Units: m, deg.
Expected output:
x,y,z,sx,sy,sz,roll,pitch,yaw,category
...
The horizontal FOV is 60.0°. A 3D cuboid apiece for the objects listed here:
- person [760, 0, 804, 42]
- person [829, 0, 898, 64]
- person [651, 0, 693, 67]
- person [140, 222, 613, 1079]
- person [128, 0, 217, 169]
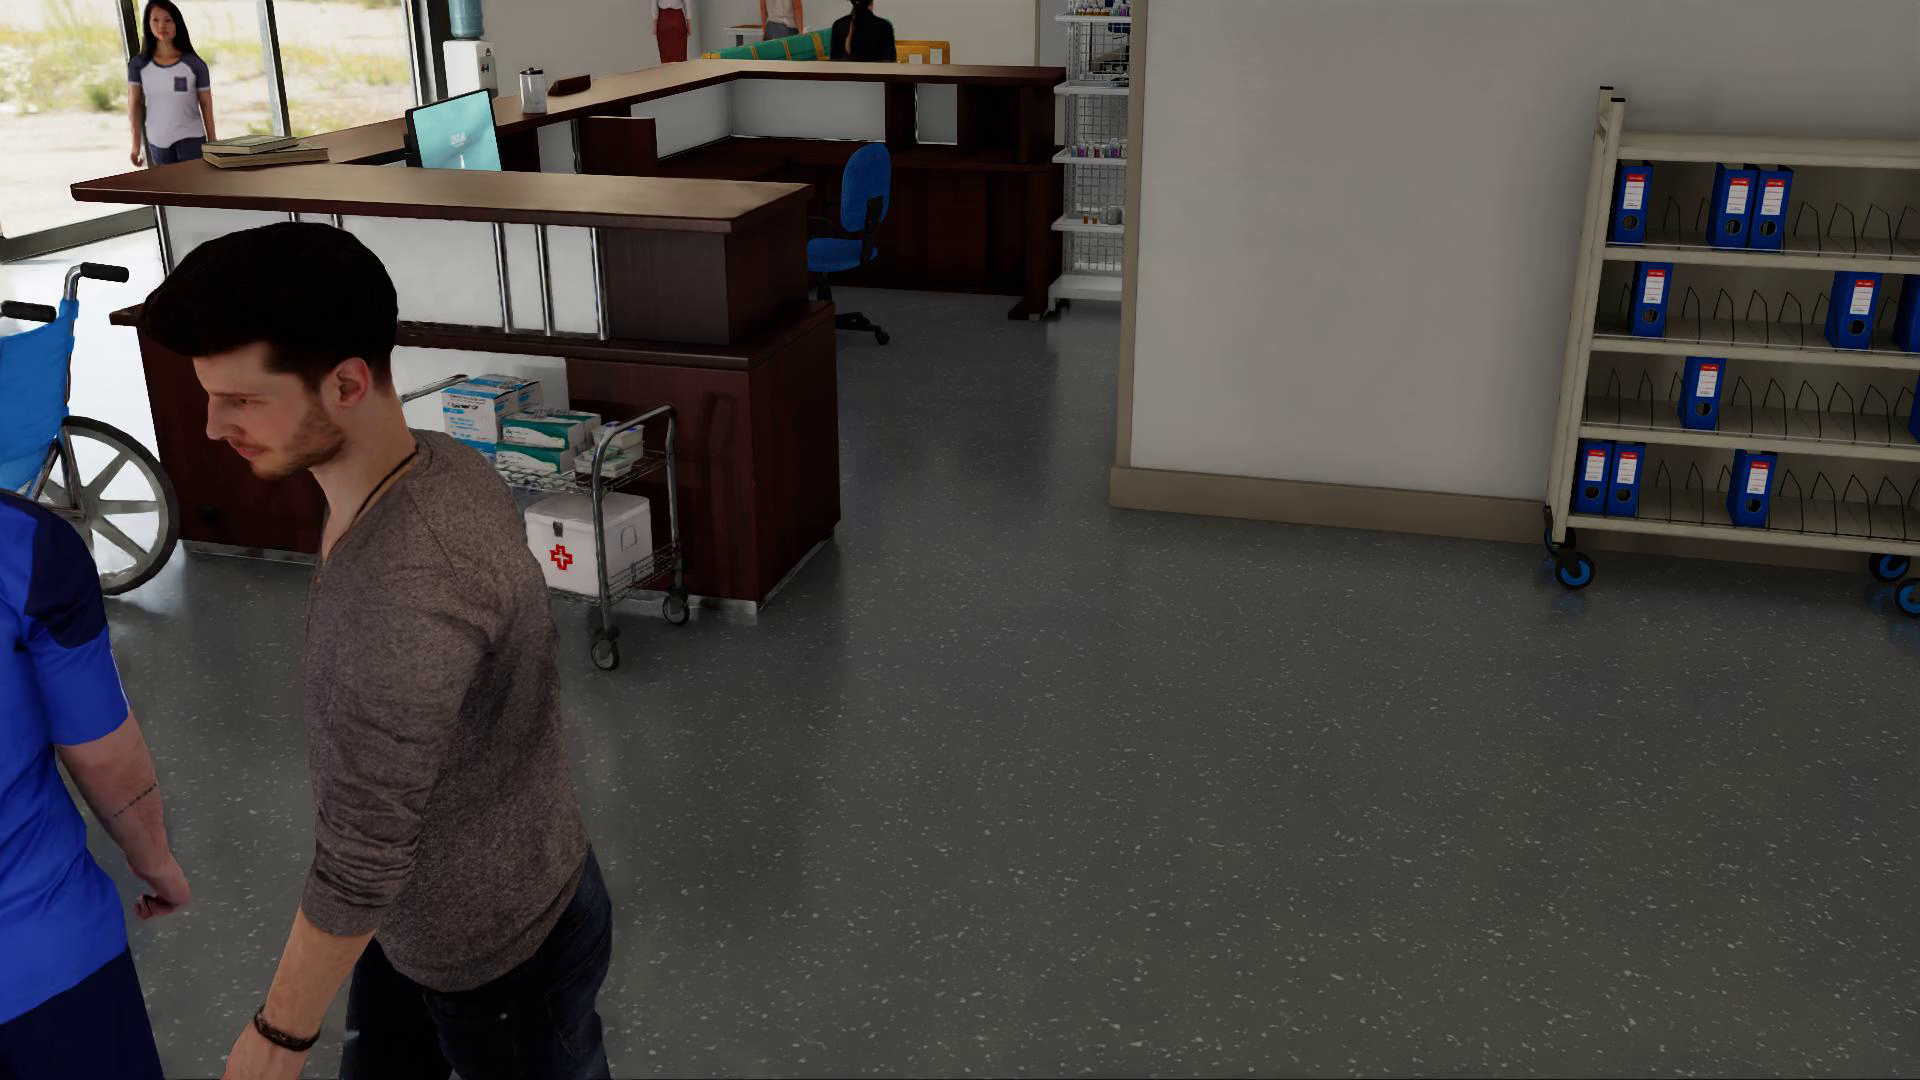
x,y,z,sx,sy,sz,roll,pitch,yaw,category
-1.957,-5.596,18.257,0.524,1.895,0.760,9,22,22,person
-0.793,-3.481,13.052,1.050,1.625,0.857,8,22,21,person
-3.342,-5.905,19.277,0.600,1.750,0.736,-4,21,-10,person
-0.540,0.508,2.204,1.186,1.850,1.099,-8,22,-20,person
-4.731,-2.389,10.130,1.164,1.653,0.968,-2,21,-6,person
